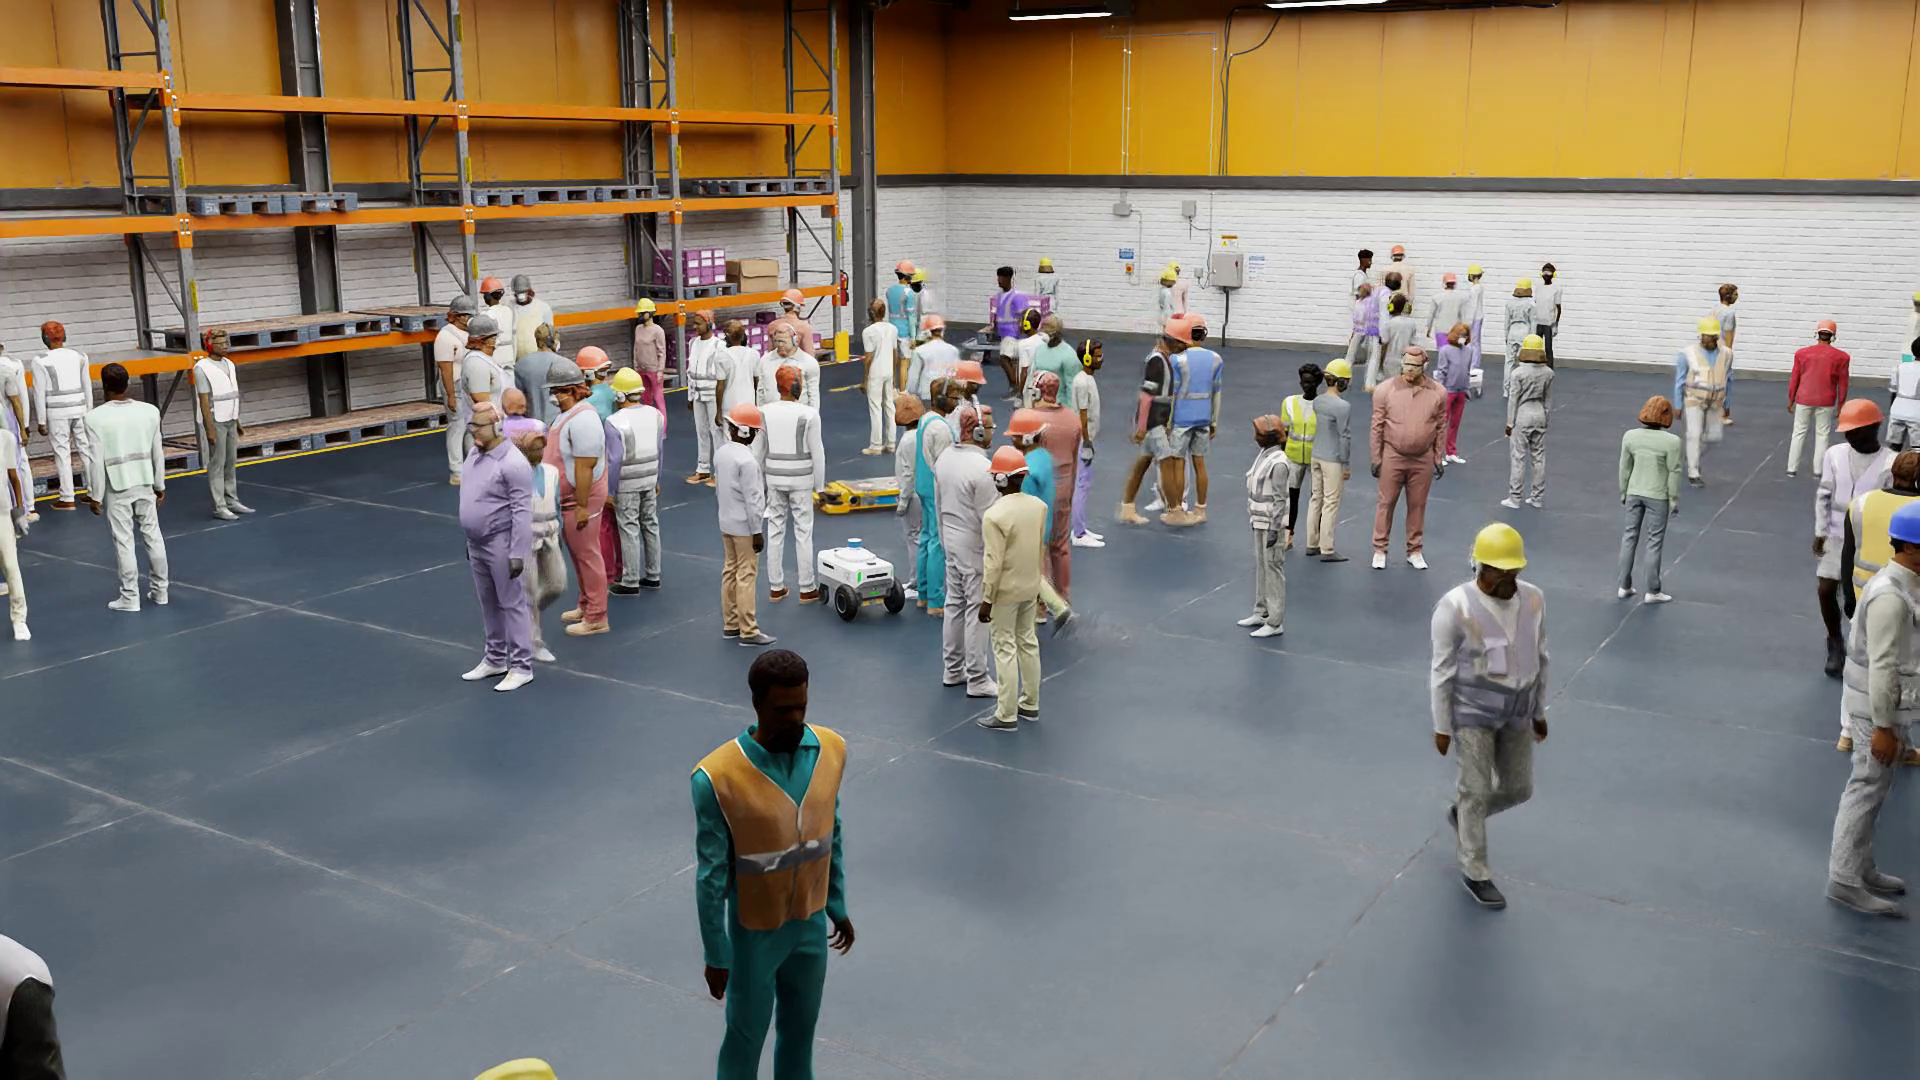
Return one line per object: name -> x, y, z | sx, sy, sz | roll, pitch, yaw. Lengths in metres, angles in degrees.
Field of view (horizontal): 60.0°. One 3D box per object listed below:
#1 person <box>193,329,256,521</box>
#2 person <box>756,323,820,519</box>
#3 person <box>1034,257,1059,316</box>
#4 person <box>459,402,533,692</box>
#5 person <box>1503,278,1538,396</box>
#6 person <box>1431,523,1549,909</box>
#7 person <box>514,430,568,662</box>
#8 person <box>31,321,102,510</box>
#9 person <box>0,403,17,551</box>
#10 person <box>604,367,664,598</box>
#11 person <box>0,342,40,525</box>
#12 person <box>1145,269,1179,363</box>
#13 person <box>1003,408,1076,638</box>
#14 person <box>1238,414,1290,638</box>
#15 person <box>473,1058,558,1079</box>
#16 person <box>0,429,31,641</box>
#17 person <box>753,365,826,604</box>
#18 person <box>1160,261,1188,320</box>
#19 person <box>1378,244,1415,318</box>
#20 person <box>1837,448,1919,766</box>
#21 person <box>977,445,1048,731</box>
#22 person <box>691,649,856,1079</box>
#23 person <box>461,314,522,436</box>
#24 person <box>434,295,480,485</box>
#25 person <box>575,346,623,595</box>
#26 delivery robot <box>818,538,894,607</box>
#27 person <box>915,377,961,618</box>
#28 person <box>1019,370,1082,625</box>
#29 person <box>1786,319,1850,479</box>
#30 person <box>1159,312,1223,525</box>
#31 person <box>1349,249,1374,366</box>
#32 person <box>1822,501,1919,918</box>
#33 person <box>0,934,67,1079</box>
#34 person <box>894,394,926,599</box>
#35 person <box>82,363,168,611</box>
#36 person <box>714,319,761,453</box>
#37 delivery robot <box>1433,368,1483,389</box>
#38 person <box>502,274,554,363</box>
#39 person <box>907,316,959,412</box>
person -> -7.158, -1.122, 16.097 | 0.389, 1.846, 0.566 | 1, 13, 4
person -> -1.674, -1.136, 16.038 | 0.639, 1.904, 0.407 | 4, 14, 16
person -> 1.510, -4.104, 29.287 | 0.483, 1.735, 0.341 | -7, 15, -28
person -> -3.070, 0.038, 10.939 | 0.639, 1.907, 0.409 | 12, 17, 41
person -> 8.162, -2.943, 24.225 | 0.487, 1.744, 0.294 | 11, 17, 41
person -> 2.477, 0.792, 7.851 | 0.610, 1.819, 0.568 | -4, 14, -17
person -> -3.002, 0.027, 11.594 | 0.451, 1.630, 0.517 | 10, 16, 37
person -> -8.895, -1.236, 16.540 | 0.356, 1.876, 0.574 | 7, 15, 29
person -> -8.554, -0.651, 14.508 | 0.525, 1.639, 0.307 | -10, 16, -36
person -> -2.609, -0.456, 13.234 | 0.403, 1.837, 0.590 | 8, 15, 32
person -> -9.119, -1.049, 15.782 | 0.517, 1.844, 0.332 | 0, 13, 1
person -> 3.271, -3.478, 26.585 | 0.430, 1.716, 0.508 | -1, 13, -5
person -> 0.515, -0.069, 11.749 | 0.487, 1.736, 0.582 | 4, 13, 15
person -> 2.251, -0.108, 12.155 | 0.309, 1.640, 0.513 | -1, 13, -5
person -> -0.879, 1.865, 3.344 | 0.339, 1.761, 0.524 | -5, 14, -23
person -> -6.982, -0.166, 11.934 | 0.501, 1.862, 0.328 | -9, 15, -33
person -> -1.324, -0.433, 13.022 | 0.584, 1.885, 0.349 | 4, 13, 16
person -> 3.537, -3.742, 27.657 | 0.522, 1.762, 0.320 | -7, 15, -27
person -> 7.474, -4.069, 28.575 | 0.627, 1.988, 0.408 | 0, 13, -1
person -> 5.406, 0.378, 9.603 | 0.429, 1.842, 0.636 | -7, 15, -26
person -> 0.297, 0.291, 10.171 | 0.337, 1.749, 0.574 | 10, 16, 37
person -> -0.622, 1.273, 5.558 | 0.597, 1.915, 0.370 | -12, 18, -42
person -> -4.343, -1.079, 15.485 | 0.538, 2.000, 0.687 | -4, 14, -17
person -> -5.276, -1.615, 17.810 | 0.535, 2.000, 0.679 | 3, 13, 13
person -> -2.885, -0.559, 13.346 | 0.406, 1.988, 0.613 | 4, 14, 19
delivery robot -> -0.812, 0.232, 12.850 | 0.477, 0.478, 0.707 | -8, 15, -31
person -> -0.160, -0.328, 12.676 | 0.344, 1.835, 0.514 | -4, 14, -17
person -> 0.620, -0.320, 12.488 | 0.407, 1.908, 0.641 | 11, 17, 40
person -> 9.346, -1.536, 18.137 | 0.573, 1.738, 0.354 | 6, 14, 23
person -> 2.181, -1.145, 15.813 | 0.611, 2.029, 0.409 | -7, 15, -26
person -> 6.705, -3.889, 27.870 | 0.371, 1.958, 0.598 | 3, 13, 14
person -> 4.307, 0.768, 7.711 | 0.406, 1.939, 0.626 | 9, 16, 33
person -> -2.481, 1.593, 4.164 | 0.596, 1.918, 0.380 | 4, 14, 16
person -> -0.392, -0.343, 13.185 | 0.286, 1.633, 0.500 | 2, 13, 10
person -> -6.414, -0.407, 12.837 | 0.382, 1.918, 0.596 | 8, 15, 32
person -> -2.280, -1.340, 17.045 | 0.508, 1.847, 0.345 | -8, 15, -31
delivery robot -> 7.210, -2.356, 24.066 | 0.707, 0.478, 0.477 | -6, 15, -24
person -> -5.458, -2.343, 20.969 | 0.682, 2.000, 0.535 | -2, 13, -7
person -> -0.344, -1.669, 18.766 | 0.570, 1.709, 0.854 | -10, 16, -37
